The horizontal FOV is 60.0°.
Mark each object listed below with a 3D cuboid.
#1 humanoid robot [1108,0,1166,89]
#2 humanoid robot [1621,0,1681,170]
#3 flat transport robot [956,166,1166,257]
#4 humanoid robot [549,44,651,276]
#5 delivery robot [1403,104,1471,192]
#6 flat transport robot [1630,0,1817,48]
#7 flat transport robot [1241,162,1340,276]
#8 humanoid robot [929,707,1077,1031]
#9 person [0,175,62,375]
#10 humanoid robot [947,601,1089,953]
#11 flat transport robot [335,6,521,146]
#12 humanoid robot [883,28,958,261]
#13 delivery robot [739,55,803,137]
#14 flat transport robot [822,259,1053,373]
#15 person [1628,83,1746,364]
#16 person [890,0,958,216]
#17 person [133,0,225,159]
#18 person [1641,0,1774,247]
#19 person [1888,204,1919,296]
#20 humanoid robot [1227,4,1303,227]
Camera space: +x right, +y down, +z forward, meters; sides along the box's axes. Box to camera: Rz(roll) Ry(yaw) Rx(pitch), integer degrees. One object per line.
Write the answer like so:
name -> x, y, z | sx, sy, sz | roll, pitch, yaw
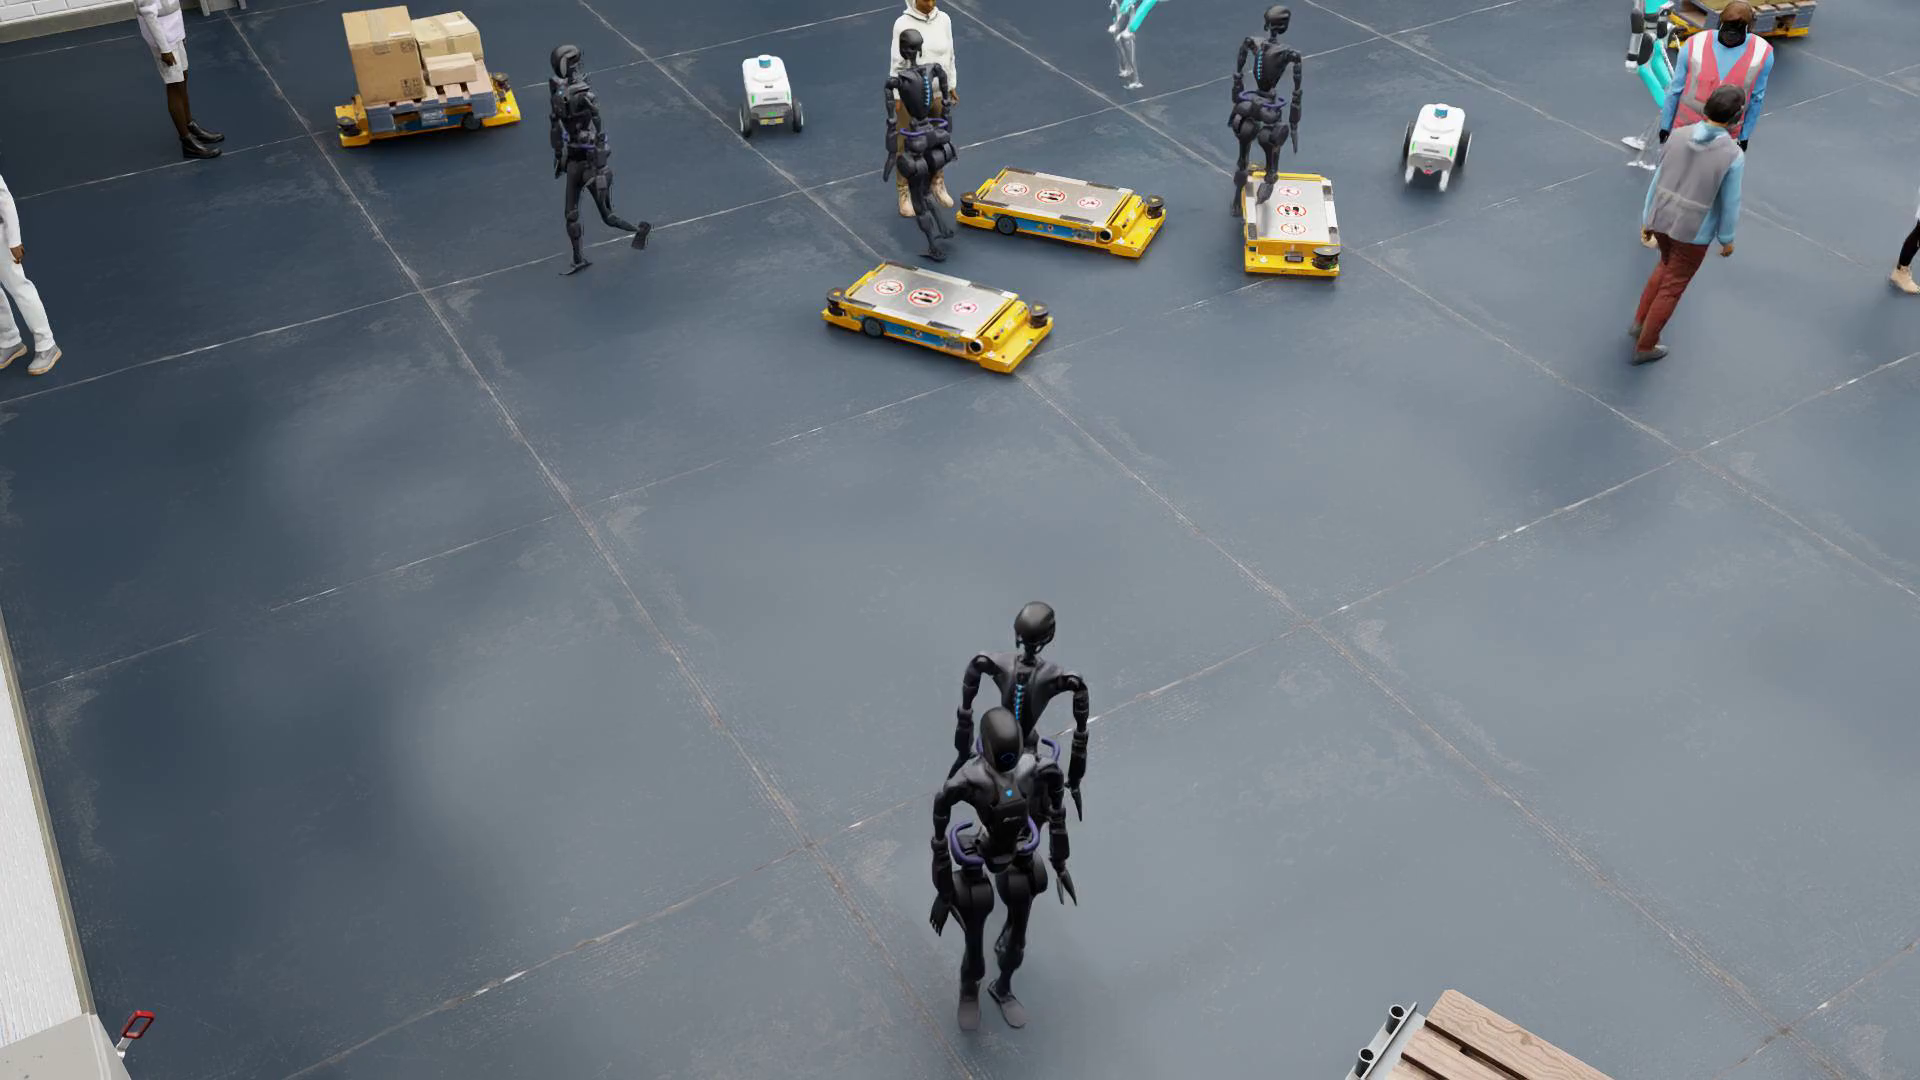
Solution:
humanoid robot -> 1.477, -4.719, 14.088 | 0.810, 1.796, 0.538 | -26, 45, -29
humanoid robot -> 5.491, -3.745, 12.856 | 0.794, 1.793, 0.530 | 31, 48, 33
flat transport robot -> 0.754, -2.451, 12.384 | 1.431, 0.231, 0.659 | 15, 41, 18
humanoid robot -> -2.564, -2.673, 11.559 | 0.600, 1.636, 0.710 | 28, 46, 31
delivery robot -> 3.716, -3.105, 12.991 | 0.499, 0.610, 0.814 | 13, 40, 15
flat transport robot -> 7.016, -4.796, 15.343 | 1.431, 0.231, 0.659 | -9, 39, -11
flat transport robot -> 2.426, -2.376, 12.289 | 0.659, 0.231, 1.431 | 4, 39, 5
humanoid robot -> 0.161, 1.305, 6.509 | 0.595, 1.658, 0.342 | -12, 40, -15
person -> -6.132, -1.902, 10.392 | 0.582, 1.883, 0.337 | 7, 39, 9
humanoid robot -> 0.238, 0.946, 6.989 | 0.601, 1.621, 0.752 | 10, 39, 12
flat transport robot -> -4.426, -3.577, 13.806 | 1.431, 0.231, 0.659 | -13, 40, -16
humanoid robot -> -0.264, -2.742, 11.631 | 0.612, 1.640, 0.433 | -27, 46, -29
delivery robot -> -1.589, -3.689, 13.721 | 0.499, 0.601, 0.805 | -7, 39, -9
flat transport robot -> -0.154, -1.525, 11.215 | 1.431, 0.231, 0.659 | 19, 42, 22
person -> 4.604, -1.970, 10.498 | 0.563, 1.857, 0.533 | -19, 42, -22
person -> -0.276, -3.268, 12.209 | 0.520, 1.767, 0.374 | -17, 41, -20
person -> -6.143, -3.930, 12.909 | 0.357, 1.939, 0.542 | -8, 39, -9
person -> 5.242, -2.892, 11.687 | 0.630, 1.837, 0.431 | 13, 40, 15
person -> 6.744, -2.355, 11.124 | 0.542, 1.676, 0.579 | -16, 41, -20
humanoid robot -> 2.157, -3.025, 12.001 | 0.607, 1.669, 0.417 | 27, 46, 30
